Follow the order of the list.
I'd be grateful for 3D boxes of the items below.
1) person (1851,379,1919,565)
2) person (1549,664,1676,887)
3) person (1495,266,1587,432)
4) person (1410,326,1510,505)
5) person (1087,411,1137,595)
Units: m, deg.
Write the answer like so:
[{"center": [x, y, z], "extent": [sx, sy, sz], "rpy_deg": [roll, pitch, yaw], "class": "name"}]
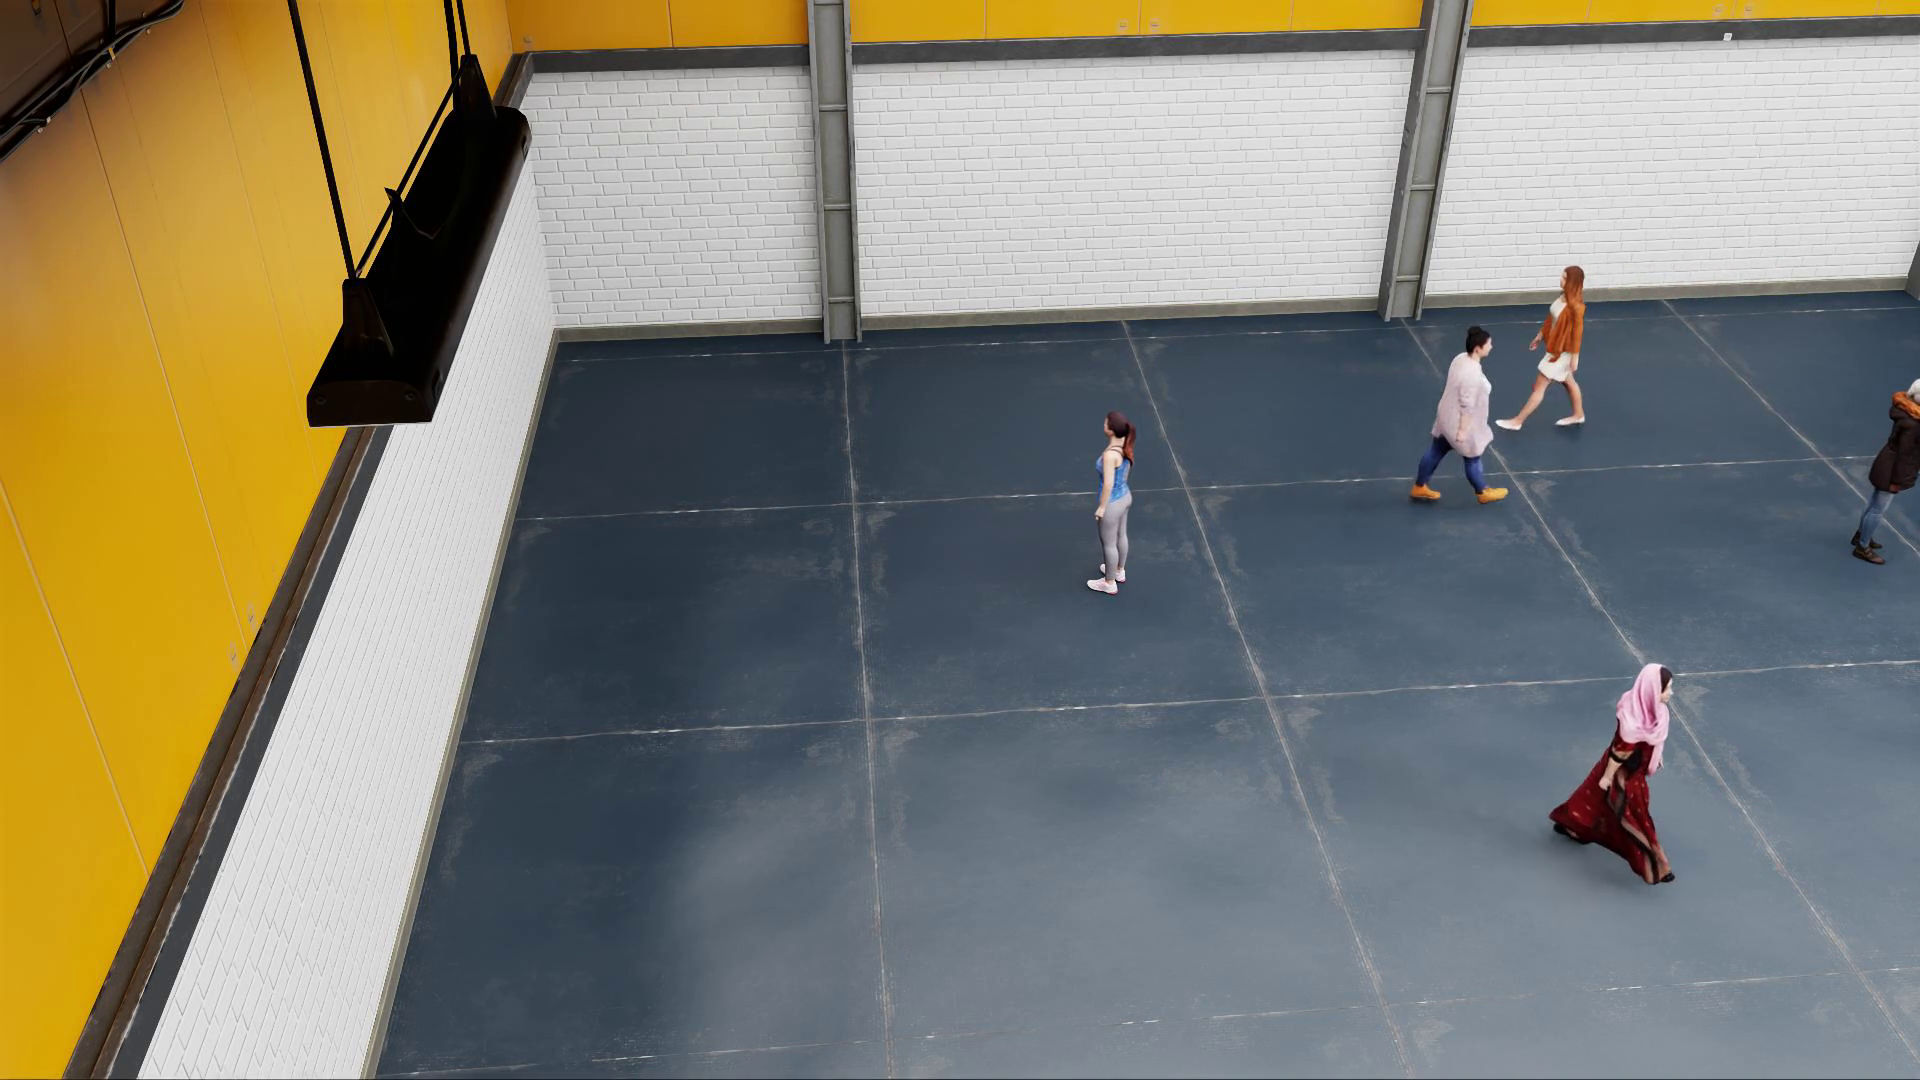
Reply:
[{"center": [7.702, -0.591, 13.713], "extent": [0.754, 1.635, 0.727], "rpy_deg": [15, 37, 22], "class": "person"}, {"center": [4.210, 1.423, 10.700], "extent": [1.173, 1.615, 1.103], "rpy_deg": [24, 41, 32], "class": "person"}, {"center": [5.653, -1.749, 15.418], "extent": [1.140, 1.675, 0.708], "rpy_deg": [1, 34, 2], "class": "person"}, {"center": [4.221, -1.043, 14.327], "extent": [1.065, 1.707, 0.756], "rpy_deg": [0, 34, 0], "class": "person"}, {"center": [1.229, -0.311, 13.314], "extent": [0.694, 1.609, 0.653], "rpy_deg": [19, 38, 26], "class": "person"}]
